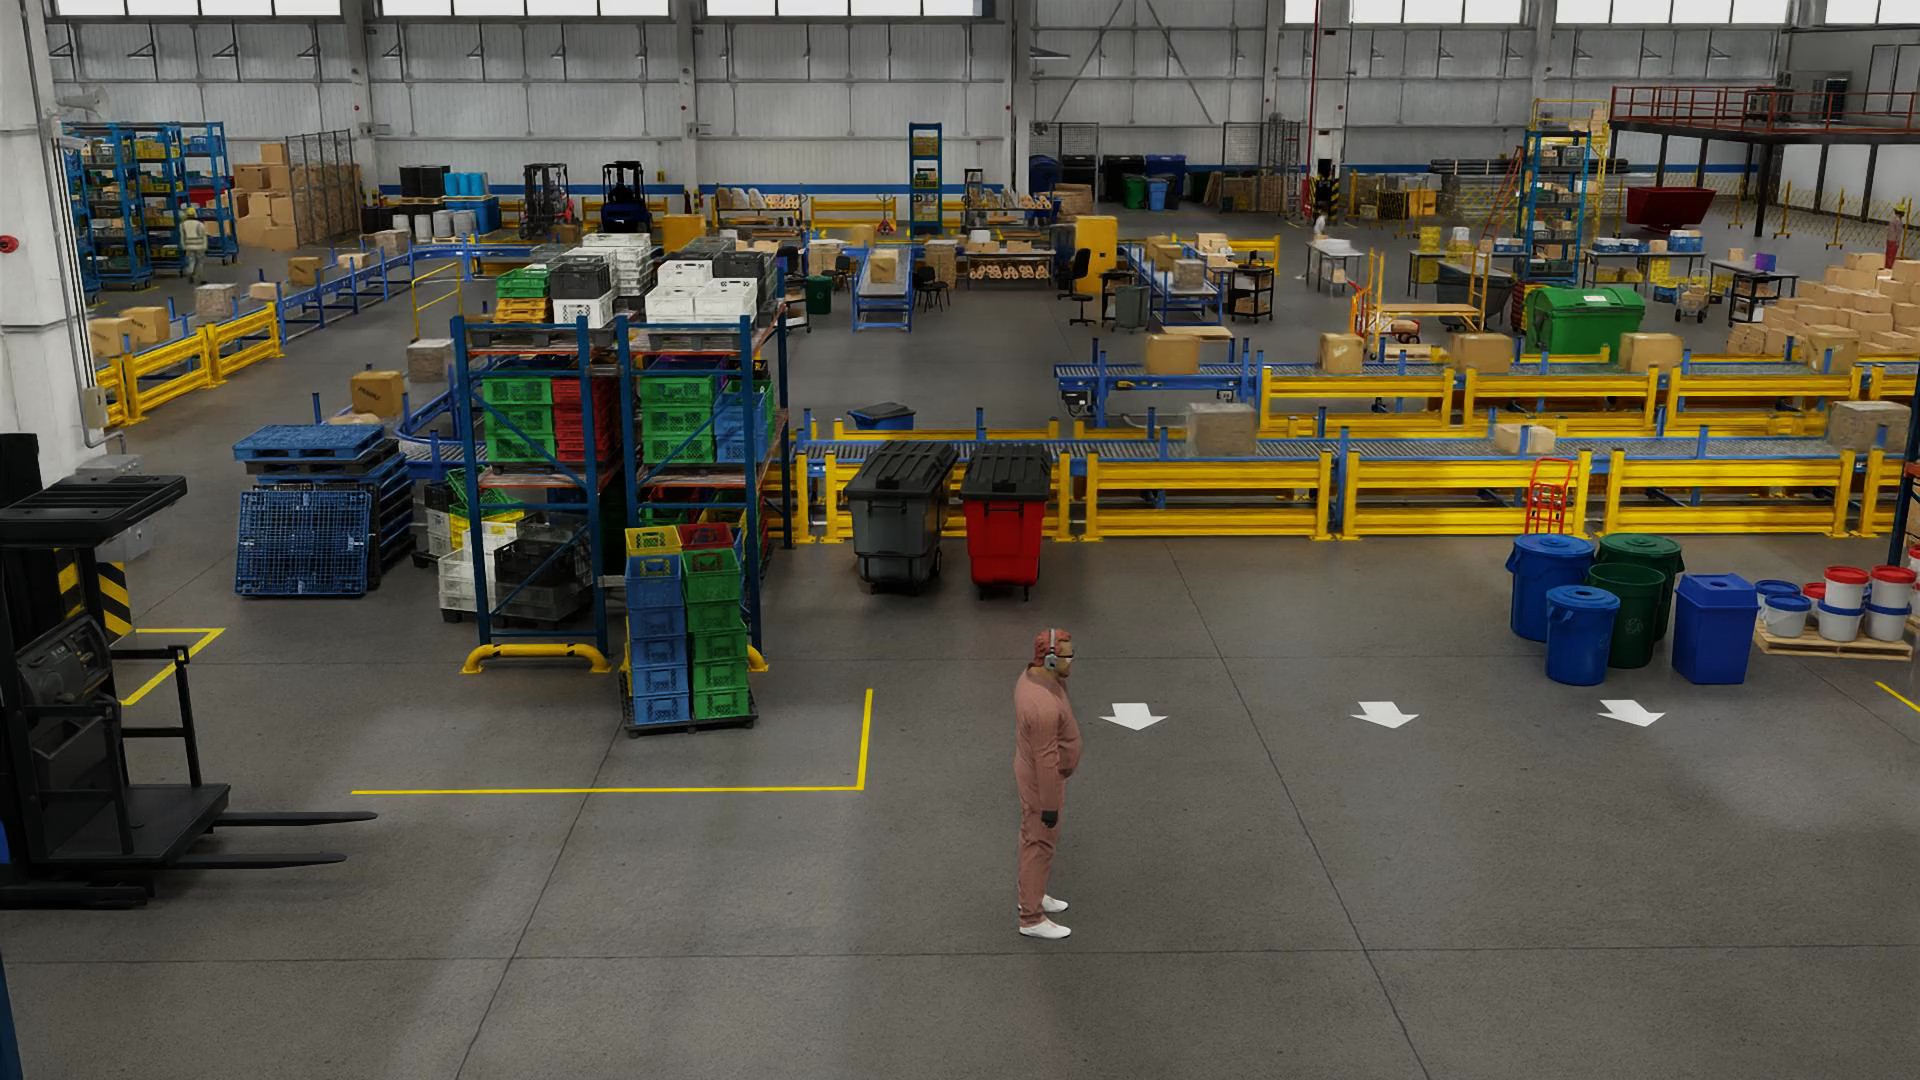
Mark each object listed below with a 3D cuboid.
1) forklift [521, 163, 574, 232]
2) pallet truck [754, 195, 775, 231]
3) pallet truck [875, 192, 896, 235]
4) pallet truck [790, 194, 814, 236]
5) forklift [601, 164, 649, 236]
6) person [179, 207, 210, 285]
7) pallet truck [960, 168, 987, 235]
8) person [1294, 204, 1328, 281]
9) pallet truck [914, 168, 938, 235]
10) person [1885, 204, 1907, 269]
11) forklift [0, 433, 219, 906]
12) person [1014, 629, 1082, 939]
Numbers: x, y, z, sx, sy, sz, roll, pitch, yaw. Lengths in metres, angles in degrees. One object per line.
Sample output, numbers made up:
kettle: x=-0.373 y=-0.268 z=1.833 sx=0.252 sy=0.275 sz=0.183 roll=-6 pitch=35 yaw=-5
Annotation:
forklift: x=-12.233 y=-10.122 z=49.298 sx=1.157 sy=1.987 sz=2.680 roll=0 pitch=16 yaw=-1
pallet truck: x=-6.051 y=-9.967 z=50.660 sx=0.680 sy=1.201 sz=1.601 roll=0 pitch=16 yaw=-1
pallet truck: x=-2.277 y=-9.986 z=50.594 sx=0.653 sy=1.274 sz=1.630 roll=0 pitch=16 yaw=-1
pallet truck: x=-4.814 y=-9.883 z=50.259 sx=0.704 sy=1.261 sz=1.522 roll=-1 pitch=16 yaw=-3
forklift: x=-9.948 y=-10.127 z=49.296 sx=1.157 sy=1.987 sz=2.680 roll=-1 pitch=16 yaw=-3
person: x=-17.817 y=-6.843 z=38.768 sx=0.594 sy=1.819 sz=0.413 roll=-1 pitch=16 yaw=-4
pallet truck: x=0.383 y=-10.230 z=50.206 sx=0.823 sy=1.965 sz=1.885 roll=-1 pitch=16 yaw=-3
person: x=8.517 y=-7.083 z=39.605 sx=0.961 sy=1.815 sz=0.529 roll=2 pitch=16 yaw=7
pallet truck: x=-0.989 y=-10.316 z=50.507 sx=0.823 sy=1.965 sz=1.885 roll=1 pitch=16 yaw=3
person: x=22.497 y=-7.182 z=40.029 sx=0.329 sy=1.765 sz=0.533 roll=2 pitch=16 yaw=6
forklift: x=-5.952 y=0.780 z=10.366 sx=1.873 sy=2.768 sz=1.129 roll=0 pitch=16 yaw=-1
person: x=0.522 y=1.429 z=9.870 sx=0.399 sy=1.900 sz=0.636 roll=-1 pitch=16 yaw=-4
